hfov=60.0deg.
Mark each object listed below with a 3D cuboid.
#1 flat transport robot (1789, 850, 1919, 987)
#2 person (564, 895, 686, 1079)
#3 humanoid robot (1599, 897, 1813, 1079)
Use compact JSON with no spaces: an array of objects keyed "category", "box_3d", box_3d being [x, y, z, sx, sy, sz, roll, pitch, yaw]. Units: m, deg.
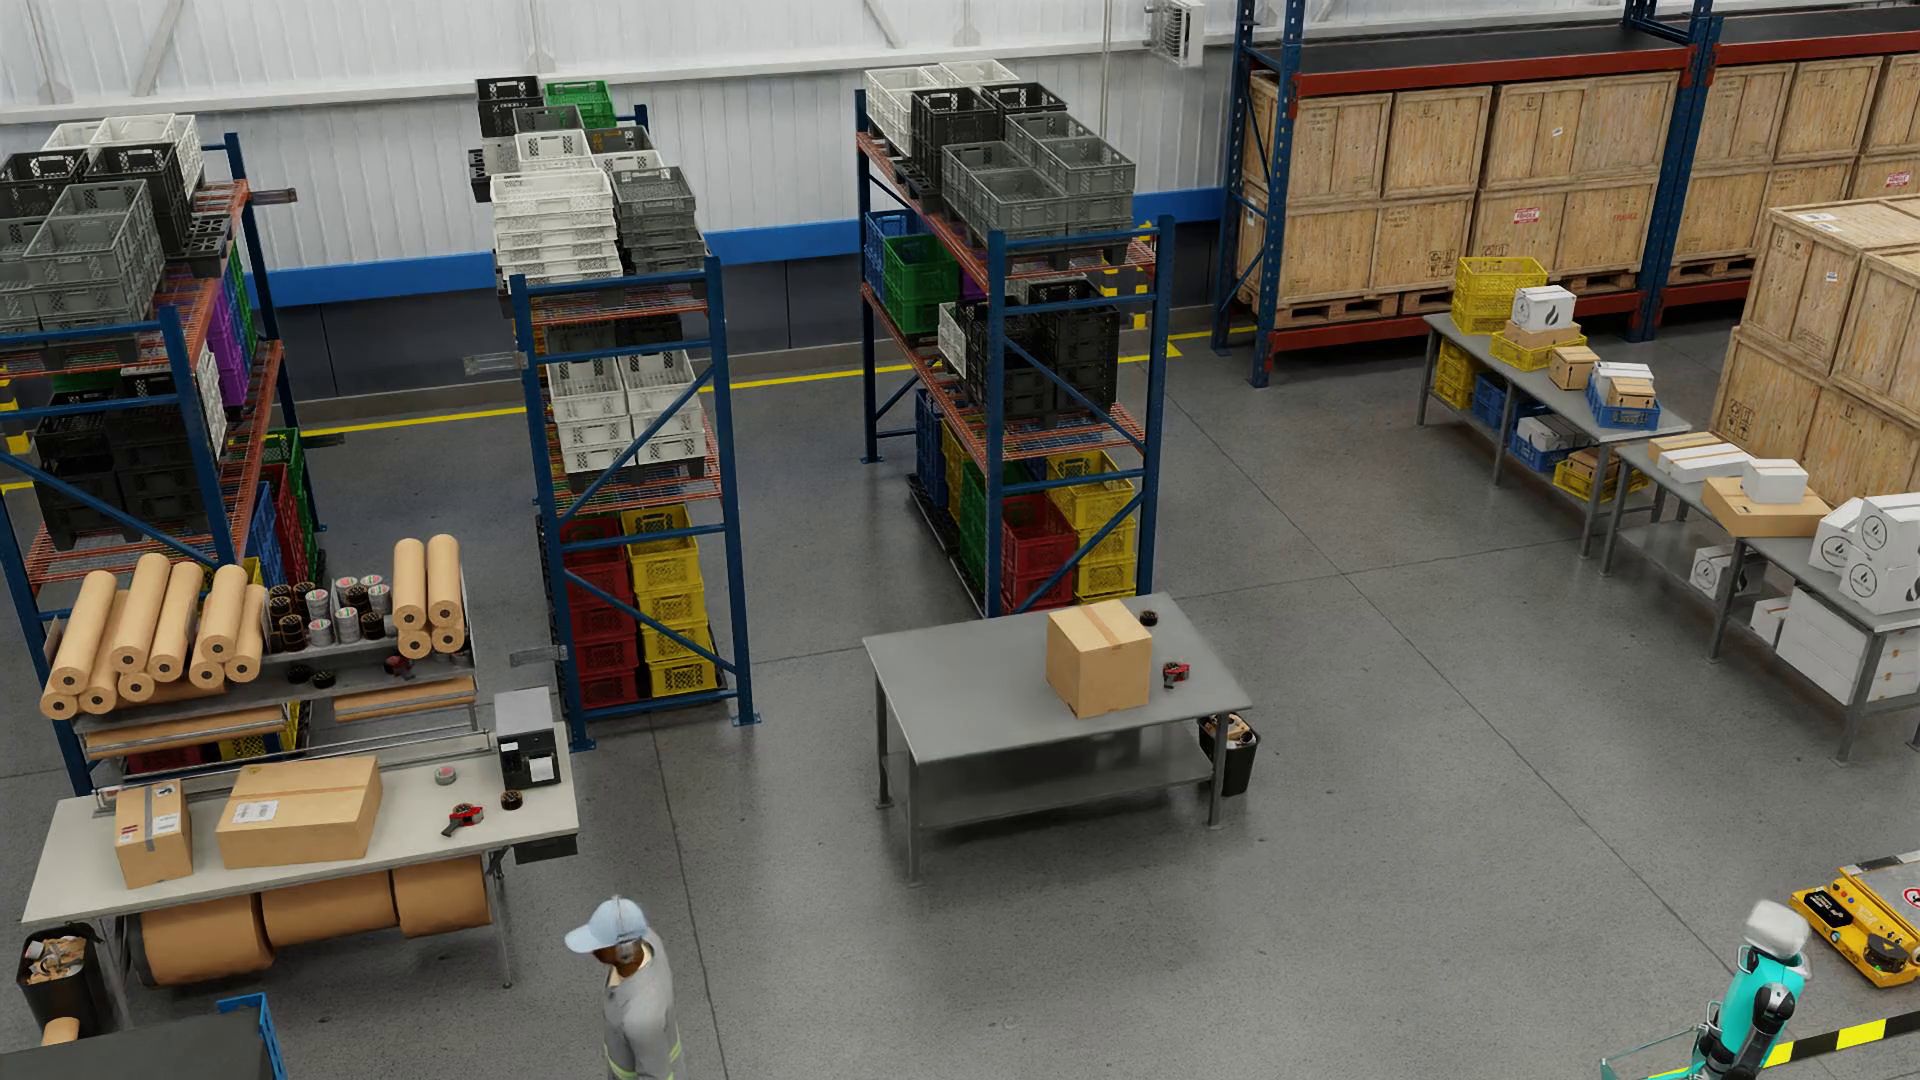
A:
[{"category":"flat transport robot","box_3d":[5.163,1.916,8.676,1.431,0.231,0.659,-8,30,-14]},{"category":"person","box_3d":[-1.283,2.150,6.605,0.390,1.850,0.599,-7,30,-12]},{"category":"humanoid robot","box_3d":[2.862,2.101,6.680,0.735,1.672,0.533,12,31,21]}]
